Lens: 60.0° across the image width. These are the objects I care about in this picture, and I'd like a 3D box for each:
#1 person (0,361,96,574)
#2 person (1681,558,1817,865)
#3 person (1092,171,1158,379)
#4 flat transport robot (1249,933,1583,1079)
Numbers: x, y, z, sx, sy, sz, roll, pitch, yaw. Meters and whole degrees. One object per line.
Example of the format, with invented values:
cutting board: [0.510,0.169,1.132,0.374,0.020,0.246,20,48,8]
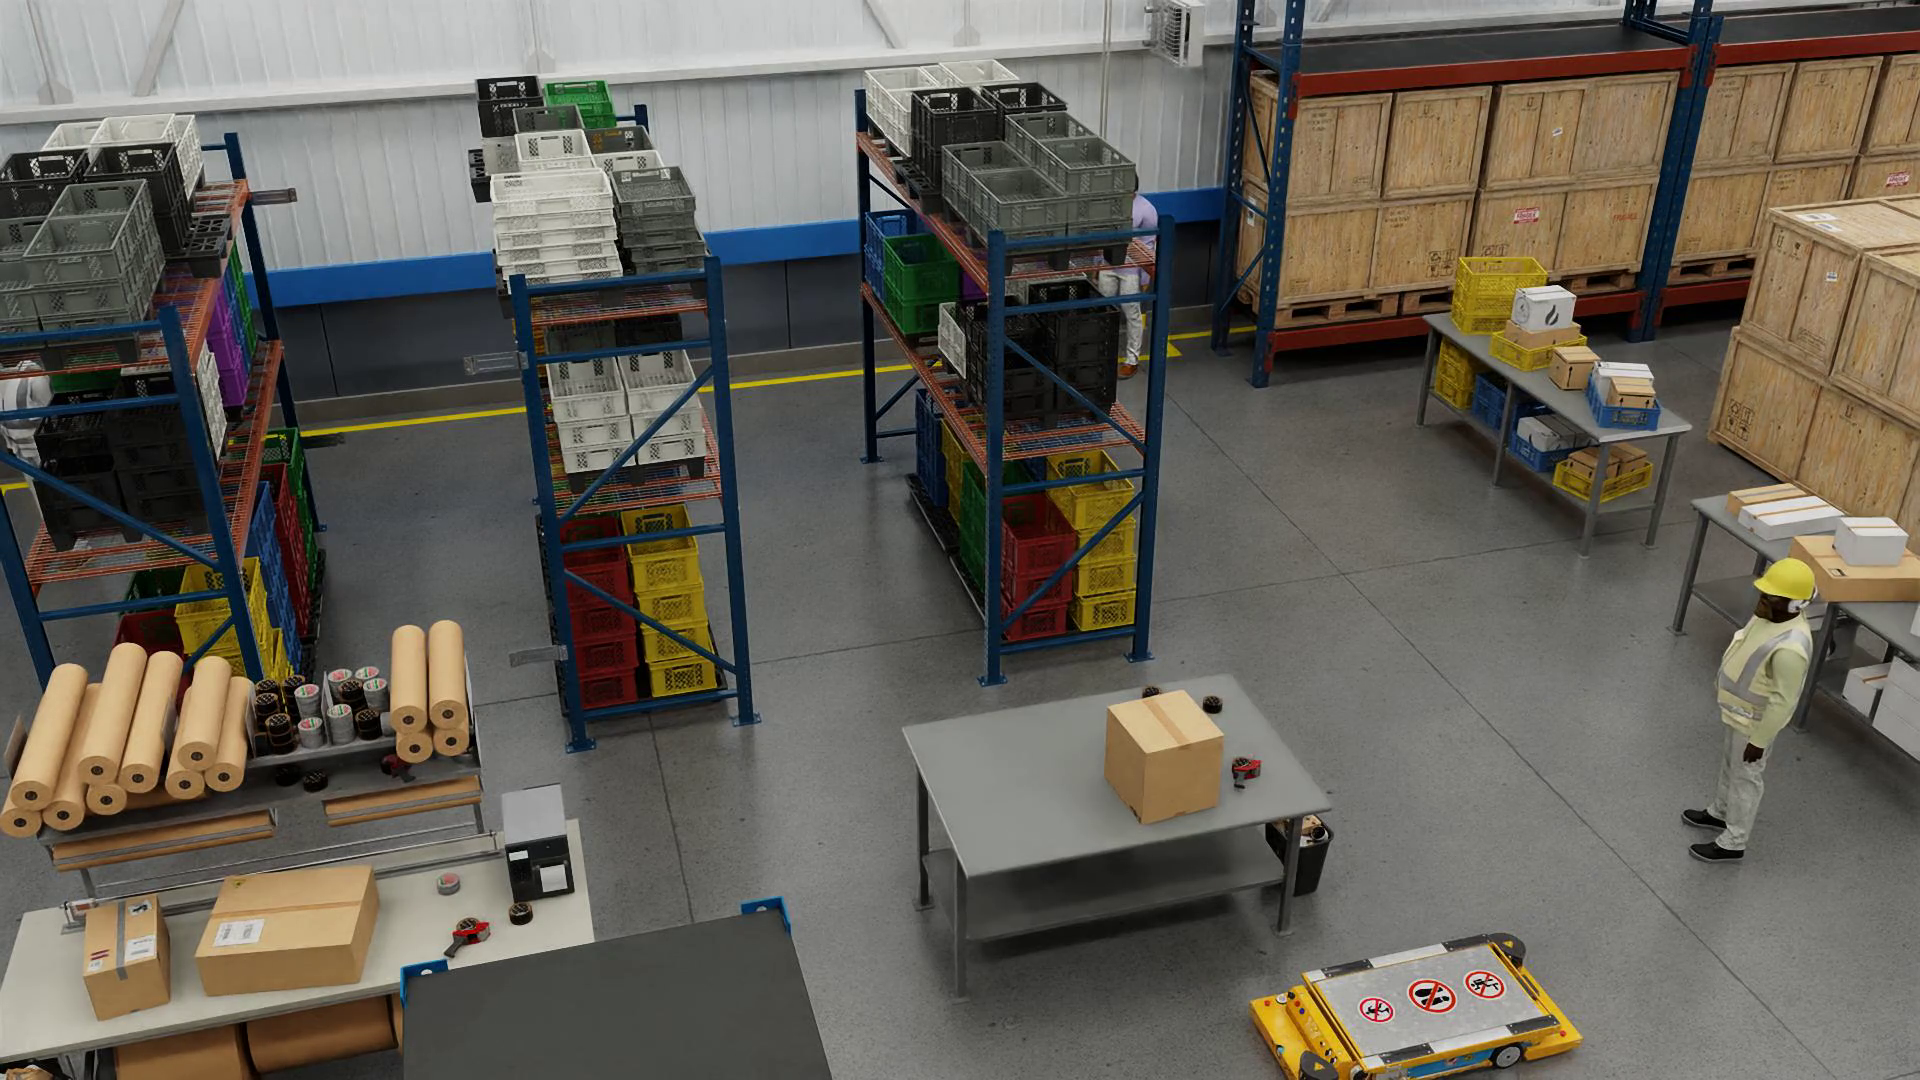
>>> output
person: [-6.493,-0.653,11.658,0.574,1.884,0.356,15,32,25]
person: [4.223,0.902,8.877,0.404,1.834,0.600,7,30,13]
person: [1.447,-2.390,14.775,0.625,1.933,0.374,22,36,34]
flat transport robot: [2.184,2.282,7.980,1.431,0.197,0.652,-8,30,-14]
